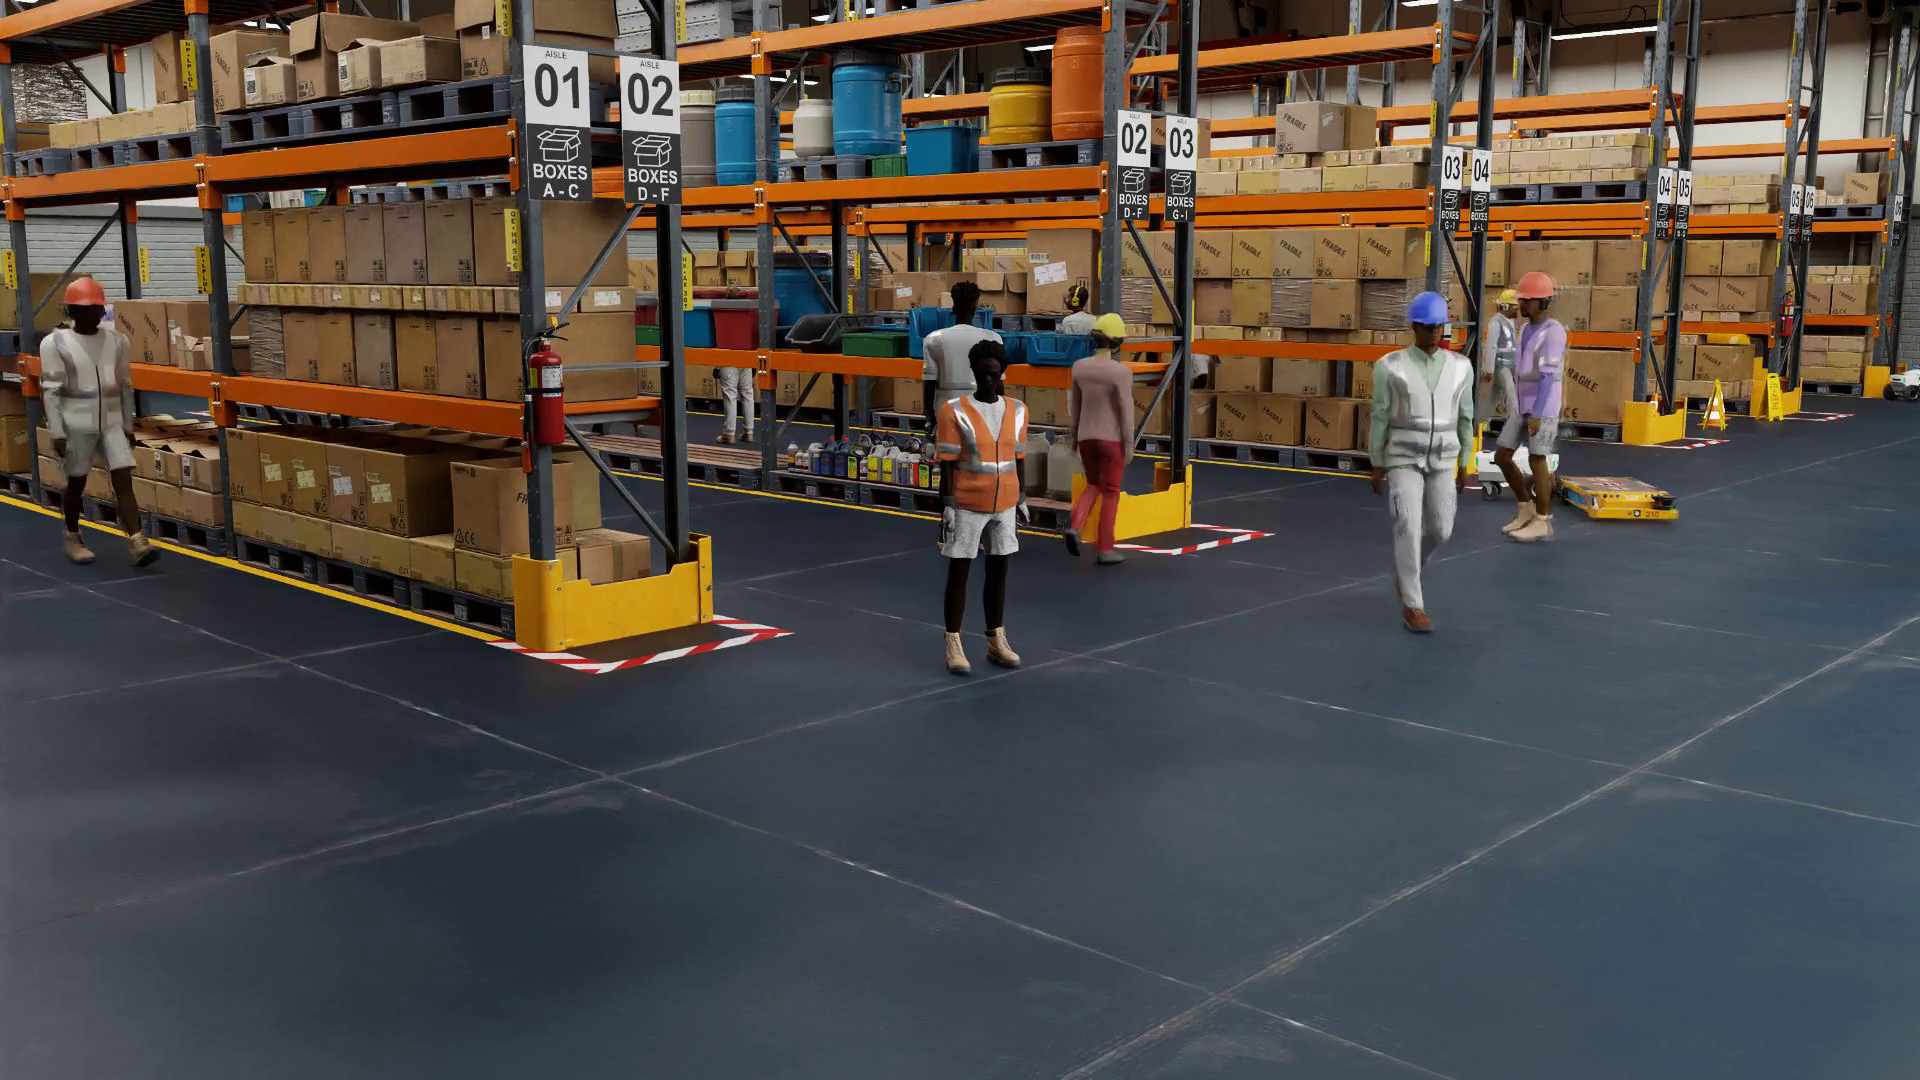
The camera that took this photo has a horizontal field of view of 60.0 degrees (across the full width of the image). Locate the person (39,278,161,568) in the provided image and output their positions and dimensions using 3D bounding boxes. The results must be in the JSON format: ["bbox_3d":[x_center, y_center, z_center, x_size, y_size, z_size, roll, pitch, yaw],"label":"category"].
[{"bbox_3d":[-5.940,-0.796,11.426,1.065,1.981,0.636,8,12,40],"label":"person"}]

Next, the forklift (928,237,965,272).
[{"bbox_3d":[-0.326,-5.817,39.609,1.129,2.768,1.873,9,13,43],"label":"forklift"}]

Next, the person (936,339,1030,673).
[{"bbox_3d":[0.121,-0.179,8.530,0.532,1.697,0.322,-5,10,-27],"label":"person"}]

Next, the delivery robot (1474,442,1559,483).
[{"bbox_3d":[4.975,-0.672,14.889,0.707,0.478,0.477,4,10,22],"label":"delivery robot"}]

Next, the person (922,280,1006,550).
[{"bbox_3d":[0.033,-0.911,12.192,0.613,1.965,0.361,1,9,5],"label":"person"}]

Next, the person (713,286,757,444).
[{"bbox_3d":[-2.668,-2.071,19.689,0.633,1.842,0.429,-9,13,-43],"label":"person"}]

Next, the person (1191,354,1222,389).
[{"bbox_3d":[3.369,-2.491,22.795,0.687,1.671,0.546,8,12,41],"label":"person"}]

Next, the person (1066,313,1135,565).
[{"bbox_3d":[0.983,-0.695,11.530,0.540,1.748,0.412,8,12,41],"label":"person"}]

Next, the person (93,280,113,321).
[{"bbox_3d":[-11.841,-2.611,22.753,0.417,1.921,0.555,8,13,42],"label":"person"}]

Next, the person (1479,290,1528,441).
[{"bbox_3d":[6.569,-2.069,19.810,0.865,1.796,0.609,6,11,33],"label":"person"}]

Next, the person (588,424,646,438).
[{"bbox_3d":[-4.179,-2.181,20.087,0.838,1.951,0.637,7,11,35],"label":"person"}]

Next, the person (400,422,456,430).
[{"bbox_3d":[-4.276,-1.064,13.511,0.570,1.840,0.373,-7,12,-36],"label":"person"}]

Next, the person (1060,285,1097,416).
[{"bbox_3d":[1.274,-1.829,18.113,0.515,1.874,0.328,-9,13,-43],"label":"person"}]

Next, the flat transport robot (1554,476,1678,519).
[{"bbox_3d":[5.575,-0.375,14.222,0.652,0.197,1.431,1,9,5],"label":"flat transport robot"}]

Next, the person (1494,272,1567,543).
[{"bbox_3d":[4.285,-0.987,12.481,0.459,2.021,0.610,-2,9,-12],"label":"person"}]

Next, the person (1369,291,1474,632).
[{"bbox_3d":[2.652,-0.475,9.644,0.613,1.928,0.722,-1,9,-4],"label":"person"}]

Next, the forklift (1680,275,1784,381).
[{"bbox_3d":[12.480,-3.427,27.053,1.214,2.155,2.313,9,13,43],"label":"forklift"}]

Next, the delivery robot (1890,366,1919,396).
[{"bbox_3d":[14.931,-2.481,25.981,0.707,0.478,0.477,-2,9,-11],"label":"delivery robot"}]
